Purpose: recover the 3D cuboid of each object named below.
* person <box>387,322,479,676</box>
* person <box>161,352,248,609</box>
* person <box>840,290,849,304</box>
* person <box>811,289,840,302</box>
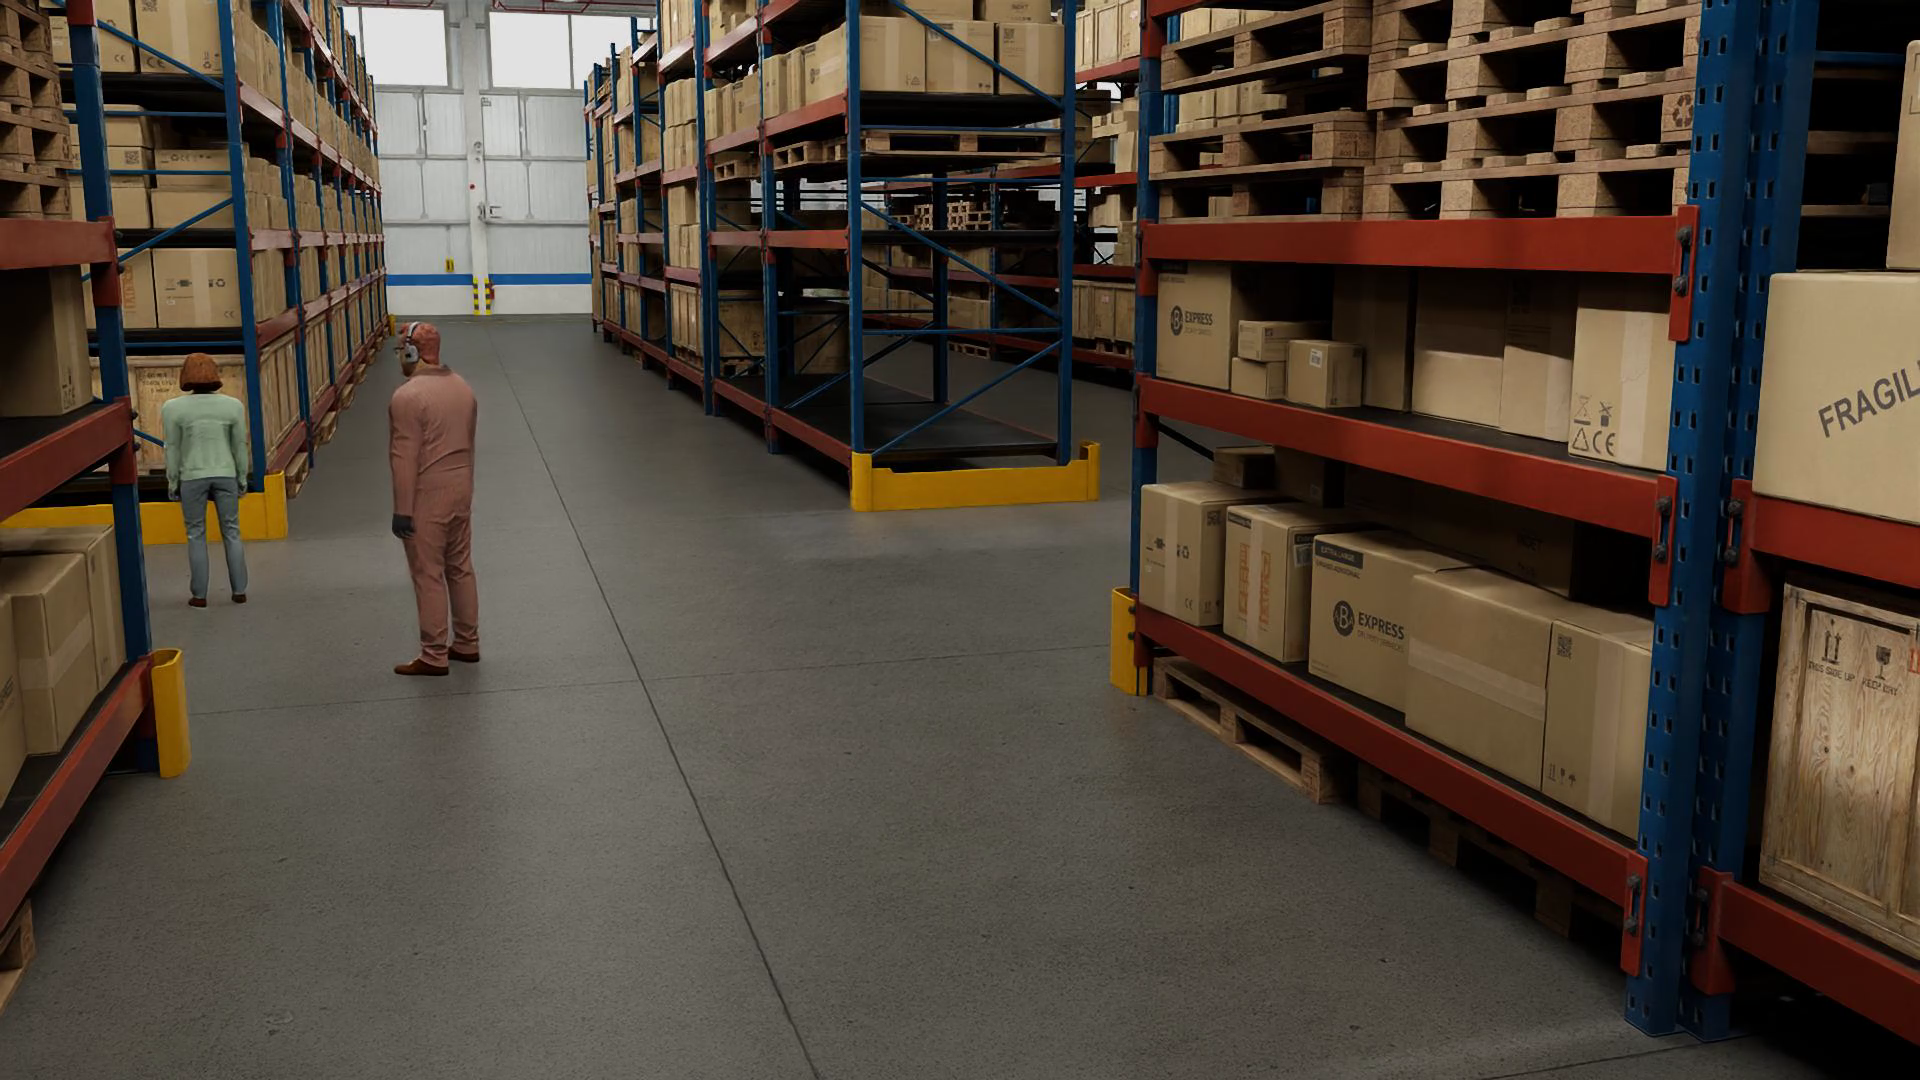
[{"bbox_3d":[-2.864,-0.223,8.995,0.399,1.899,0.646,3,11,16],"label":"person"},{"bbox_3d":[-4.774,-0.374,10.567,0.494,1.624,0.279,-8,13,-38],"label":"person"},{"bbox_3d":[-3.280,-7.042,46.821,0.598,1.732,0.570,1,10,8],"label":"person"},{"bbox_3d":[-2.679,-4.665,33.335,0.624,1.900,1.111,-3,11,-15],"label":"person"}]
